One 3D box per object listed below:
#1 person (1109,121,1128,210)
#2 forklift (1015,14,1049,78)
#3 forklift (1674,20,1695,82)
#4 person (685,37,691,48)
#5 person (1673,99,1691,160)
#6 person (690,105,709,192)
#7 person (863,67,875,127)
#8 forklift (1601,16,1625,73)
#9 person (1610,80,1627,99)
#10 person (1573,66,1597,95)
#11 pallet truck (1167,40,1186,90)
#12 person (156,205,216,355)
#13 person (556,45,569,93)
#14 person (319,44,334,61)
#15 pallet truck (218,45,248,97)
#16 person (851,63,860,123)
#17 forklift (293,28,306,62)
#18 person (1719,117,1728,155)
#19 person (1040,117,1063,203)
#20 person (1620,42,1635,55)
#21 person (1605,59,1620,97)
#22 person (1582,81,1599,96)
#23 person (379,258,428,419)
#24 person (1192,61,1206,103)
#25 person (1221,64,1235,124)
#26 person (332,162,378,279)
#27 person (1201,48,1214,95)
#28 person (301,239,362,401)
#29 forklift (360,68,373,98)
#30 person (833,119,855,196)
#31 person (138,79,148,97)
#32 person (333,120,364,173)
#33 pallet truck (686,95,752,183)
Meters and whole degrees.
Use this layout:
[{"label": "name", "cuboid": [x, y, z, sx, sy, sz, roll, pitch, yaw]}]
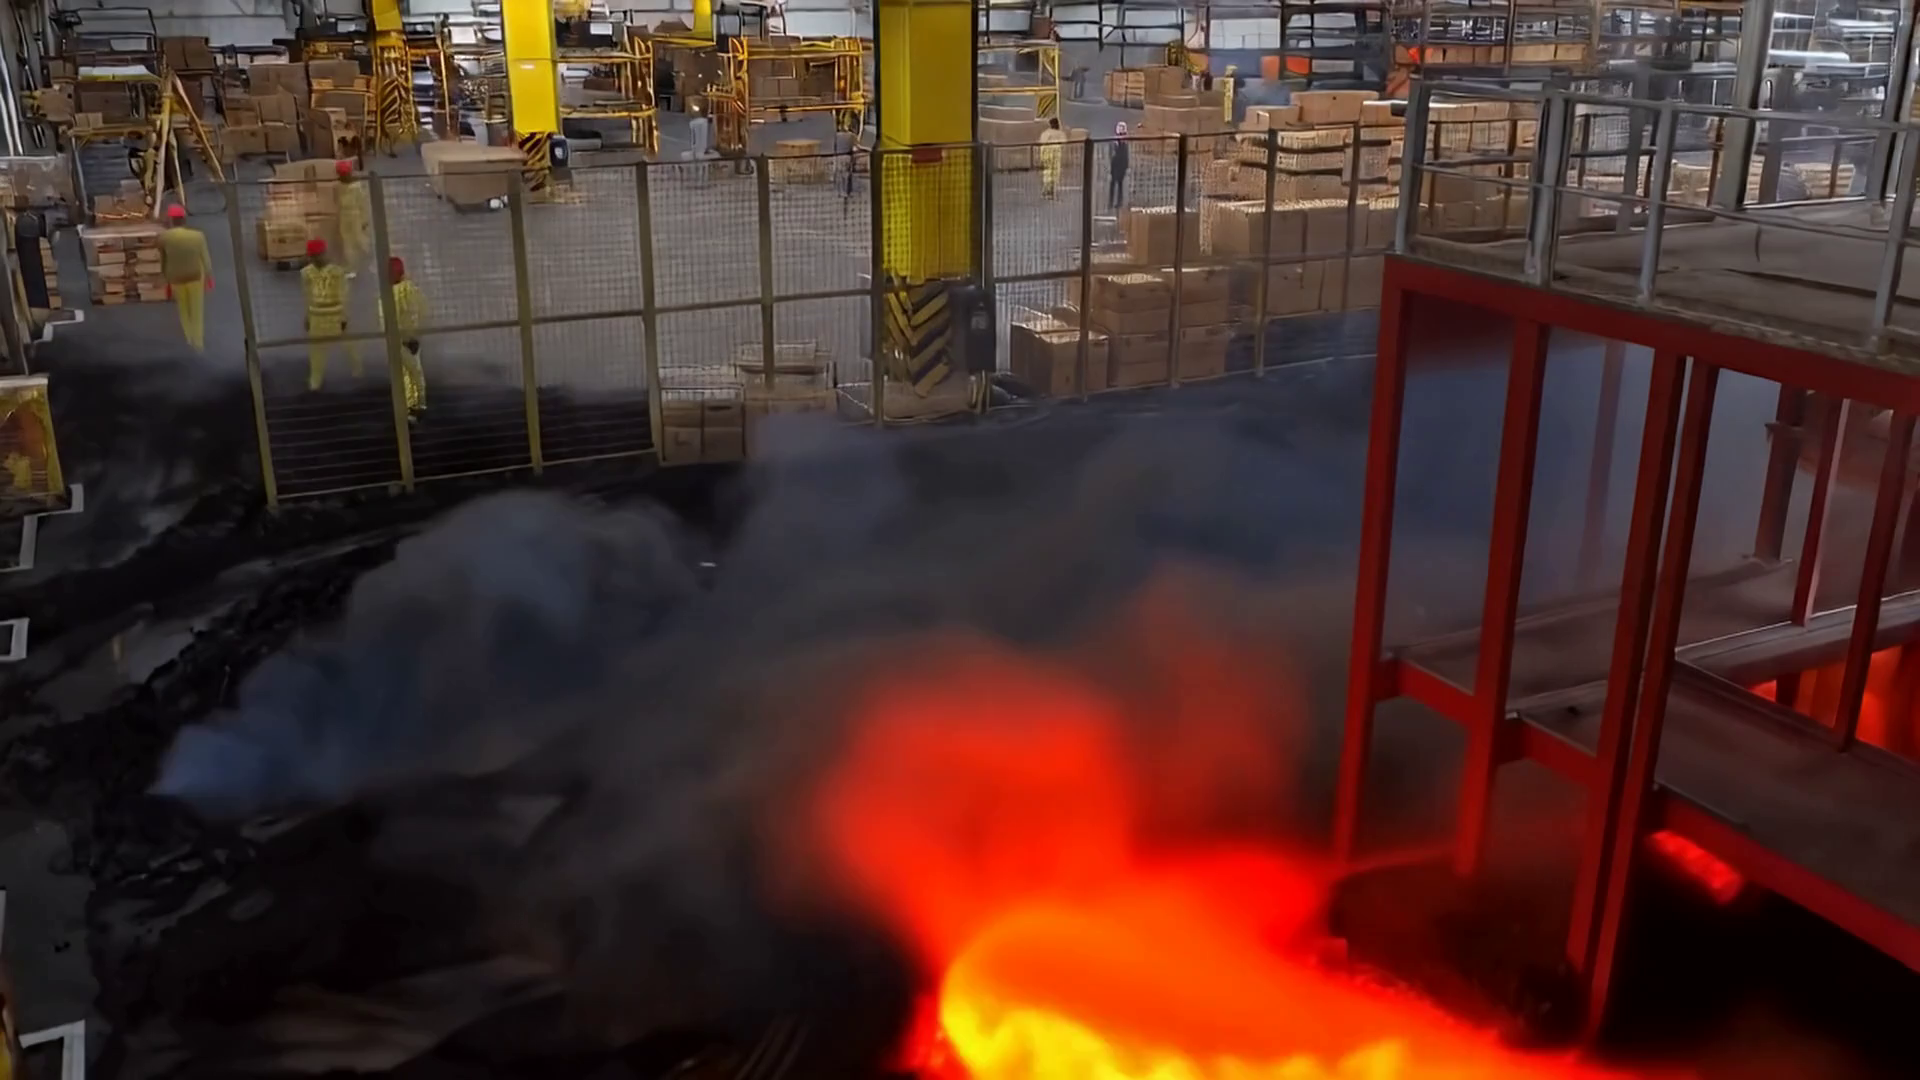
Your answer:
[{"label": "person", "cuboid": [3.365, -7.937, 35.246, 0.509, 1.842, 0.332, -15, 24, -38]}, {"label": "forklift", "cuboid": [3.605, -22.941, 77.173, 1.873, 2.768, 1.129, -9, 21, -25]}, {"label": "forklift", "cuboid": [29.720, -20.032, 68.741, 1.873, 2.768, 1.129, -9, 21, -25]}, {"label": "person", "cuboid": [-12.374, -21.808, 75.390, 0.540, 1.900, 0.998, 17, 25, 41]}, {"label": "person", "cuboid": [18.238, -10.292, 42.218, 0.547, 1.733, 0.800, 5, 20, 13]}, {"label": "person", "cuboid": [-5.968, -8.945, 38.022, 0.372, 1.940, 0.630, 7, 20, 20]}, {"label": "person", "cuboid": [-2.896, -14.265, 53.546, 0.574, 1.876, 0.355, 18, 26, 42]}, {"label": "forklift", "cuboid": [29.368, -22.176, 74.954, 1.129, 2.768, 1.873, -10, 21, -26]}, {"label": "person", "cuboid": [20.729, -13.752, 52.452, 0.504, 1.614, 0.606, 6, 20, 16]}, {"label": "person", "cuboid": [19.639, -13.912, 52.267, 0.768, 2.000, 0.534, 15, 24, 37]}, {"label": "pallet truck", "cuboid": [9.045, -19.971, 69.895, 0.823, 1.965, 1.885, -3, 19, -8]}, {"label": "person", "cuboid": [-10.308, -3.485, 22.203, 0.631, 1.938, 1.045, -5, 20, -15]}, {"label": "person", "cuboid": [-16.306, -19.268, 68.039, 0.639, 1.895, 1.011, -6, 20, -17]}, {"label": "person", "cuboid": [-25.818, -19.270, 67.965, 0.503, 1.923, 0.625, 18, 26, 41]}, {"label": "pallet truck", "cuboid": [-28.879, -18.665, 66.111, 0.823, 1.965, 1.885, -3, 19, -9]}, {"label": "person", "cuboid": [-3.451, -14.698, 54.739, 0.396, 1.919, 0.581, 0, 19, 1]}, {"label": "forklift", "cuboid": [-23.756, -17.105, 60.255, 1.873, 2.768, 1.129, -9, 21, -25]}, {"label": "person", "cuboid": [16.158, -7.959, 35.168, 0.363, 1.934, 0.553, 10, 21, 26]}, {"label": "person", "cuboid": [2.007, -8.273, 36.238, 0.429, 1.841, 0.626, -12, 23, -32]}, {"label": "person", "cuboid": [30.439, -21.964, 75.860, 0.662, 1.887, 0.660, -3, 19, -9]}, {"label": "person", "cuboid": [22.385, -15.437, 56.839, 1.025, 1.956, 0.606, -1, 19, -3]}, {"label": "person", "cuboid": [18.071, -12.297, 47.746, 0.373, 1.932, 0.549, -9, 21, -25]}, {"label": "person", "cuboid": [-6.340, -2.296, 18.905, 0.621, 1.838, 0.429, 17, 25, 40]}, {"label": "person", "cuboid": [8.871, -16.951, 61.706, 0.565, 1.613, 0.484, 2, 19, 6]}, {"label": "person", "cuboid": [8.769, -14.564, 54.338, 0.386, 1.921, 0.595, -1, 19, -3]}, {"label": "person", "cuboid": [-10.044, -5.318, 27.569, 0.590, 1.903, 0.750, 5, 20, 14]}, {"label": "person", "cuboid": [9.948, -18.721, 66.527, 0.661, 1.822, 0.669, -16, 25, -39]}, {"label": "person", "cuboid": [-7.532, -2.638, 19.810, 0.630, 1.895, 0.993, 4, 20, 12]}, {"label": "forklift", "cuboid": [-22.652, -18.794, 65.152, 1.873, 2.768, 1.129, -8, 20, -21]}, {"label": "person", "cuboid": [-2.605, -8.617, 37.453, 0.535, 1.694, 0.321, 8, 20, 21]}, {"label": "person", "cuboid": [-25.153, -13.424, 51.473, 0.515, 1.634, 0.313, 9, 21, 24]}, {"label": "person", "cuboid": [-12.625, -7.701, 34.417, 0.552, 1.936, 0.360, -9, 21, -23]}, {"label": "pallet truck", "cuboid": [-5.836, -9.608, 39.856, 0.823, 1.965, 1.885, 10, 22, 27]}]
